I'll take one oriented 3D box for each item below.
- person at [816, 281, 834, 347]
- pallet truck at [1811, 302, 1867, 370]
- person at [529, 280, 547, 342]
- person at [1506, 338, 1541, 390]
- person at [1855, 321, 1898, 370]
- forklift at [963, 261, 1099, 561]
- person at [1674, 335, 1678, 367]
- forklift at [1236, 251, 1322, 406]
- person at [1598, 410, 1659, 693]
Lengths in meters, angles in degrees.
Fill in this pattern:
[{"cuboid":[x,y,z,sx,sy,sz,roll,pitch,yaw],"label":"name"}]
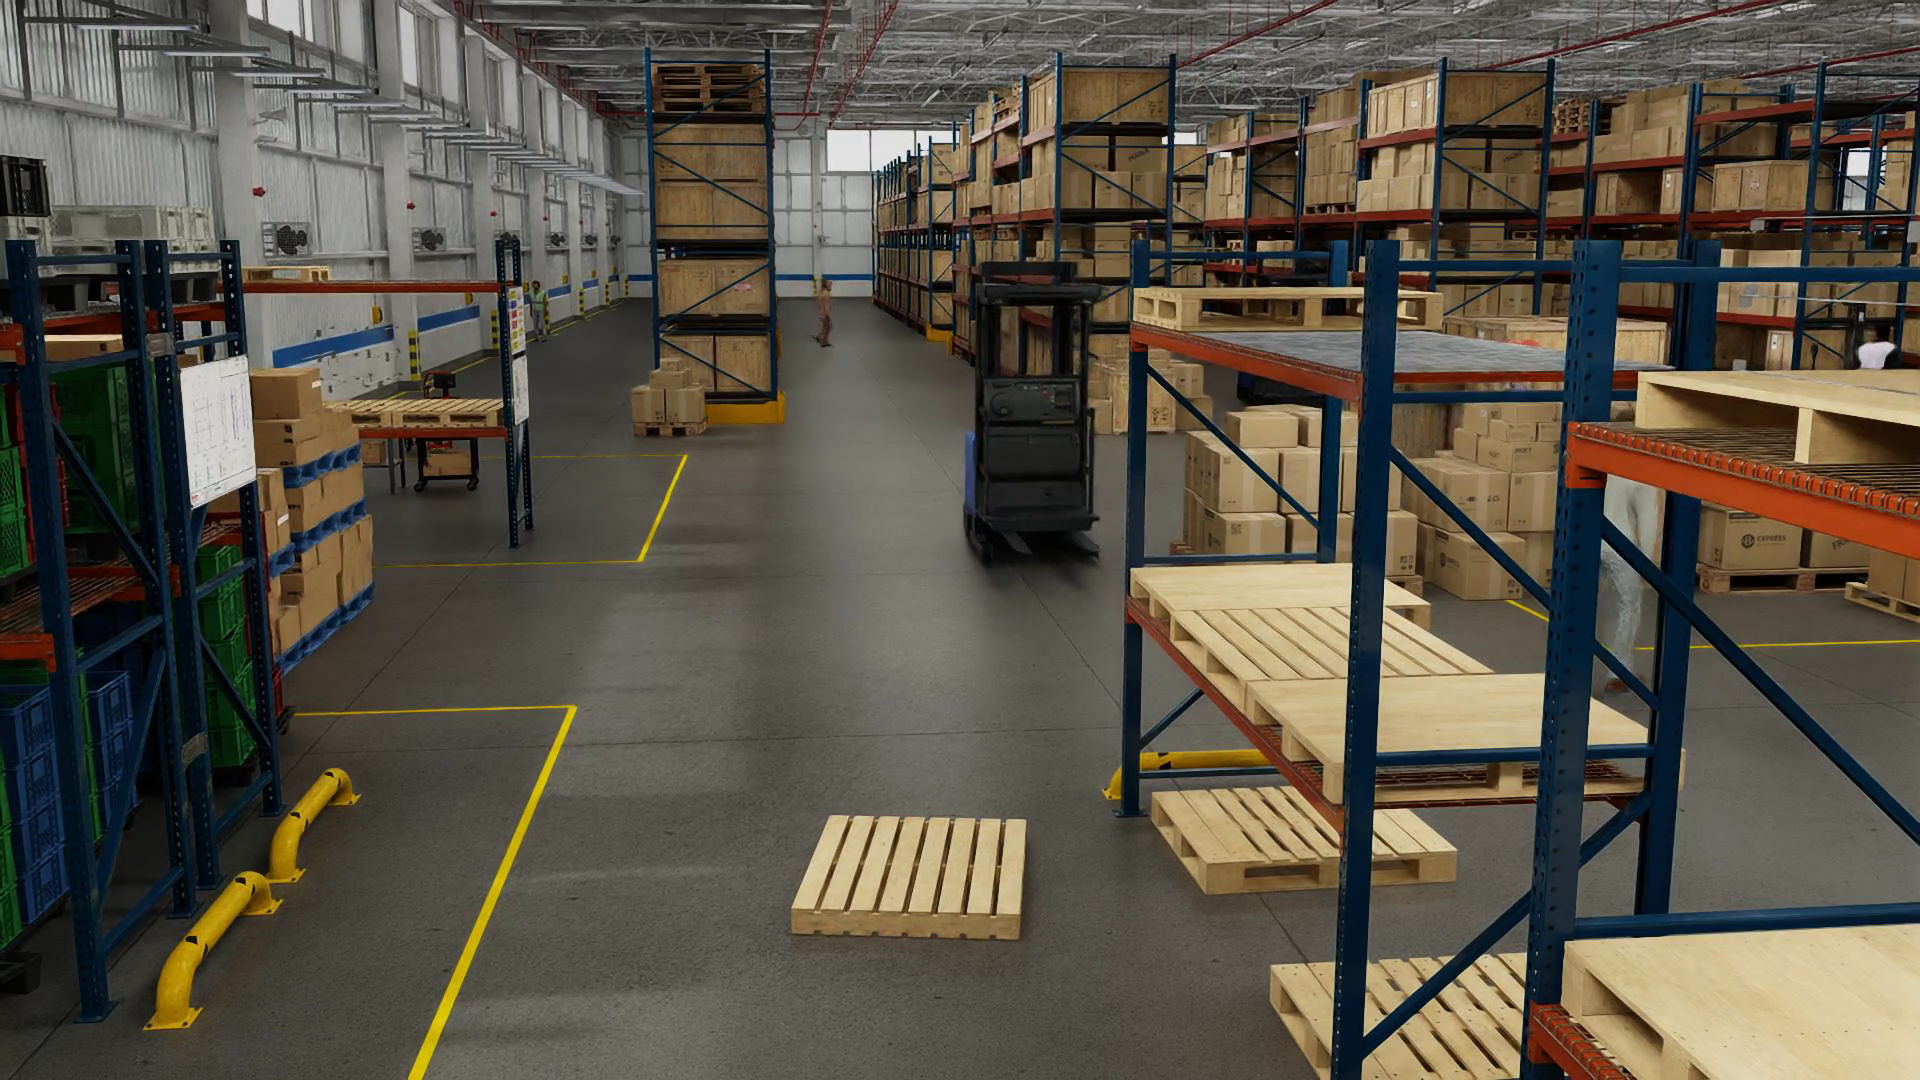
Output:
[{"cuboid":[-3.817,-6.425,47.278,0.480,1.884,0.729,-3,11,-14],"label":"person"},{"cuboid":[15.846,-3.142,28.793,1.885,1.965,0.823,2,10,12],"label":"pallet truck"},{"cuboid":[-12.596,-6.837,49.725,0.561,1.836,0.394,3,11,18],"label":"person"},{"cuboid":[6.533,-1.387,19.326,0.528,1.905,0.608,3,11,17],"label":"person"},{"cuboid":[12.997,-2.183,23.799,0.680,1.882,0.606,-4,11,-20],"label":"person"},{"cuboid":[0.649,-1.332,16.312,1.129,2.768,1.873,-1,10,-6],"label":"forklift"},{"cuboid":[11.457,-2.628,26.064,0.618,1.964,0.618,-8,13,-37],"label":"person"},{"cuboid":[5.856,-3.895,30.515,1.129,2.768,1.873,-1,10,-6],"label":"forklift"},{"cuboid":[4.362,0.085,11.163,0.558,1.913,0.624,-10,14,-44],"label":"person"}]
